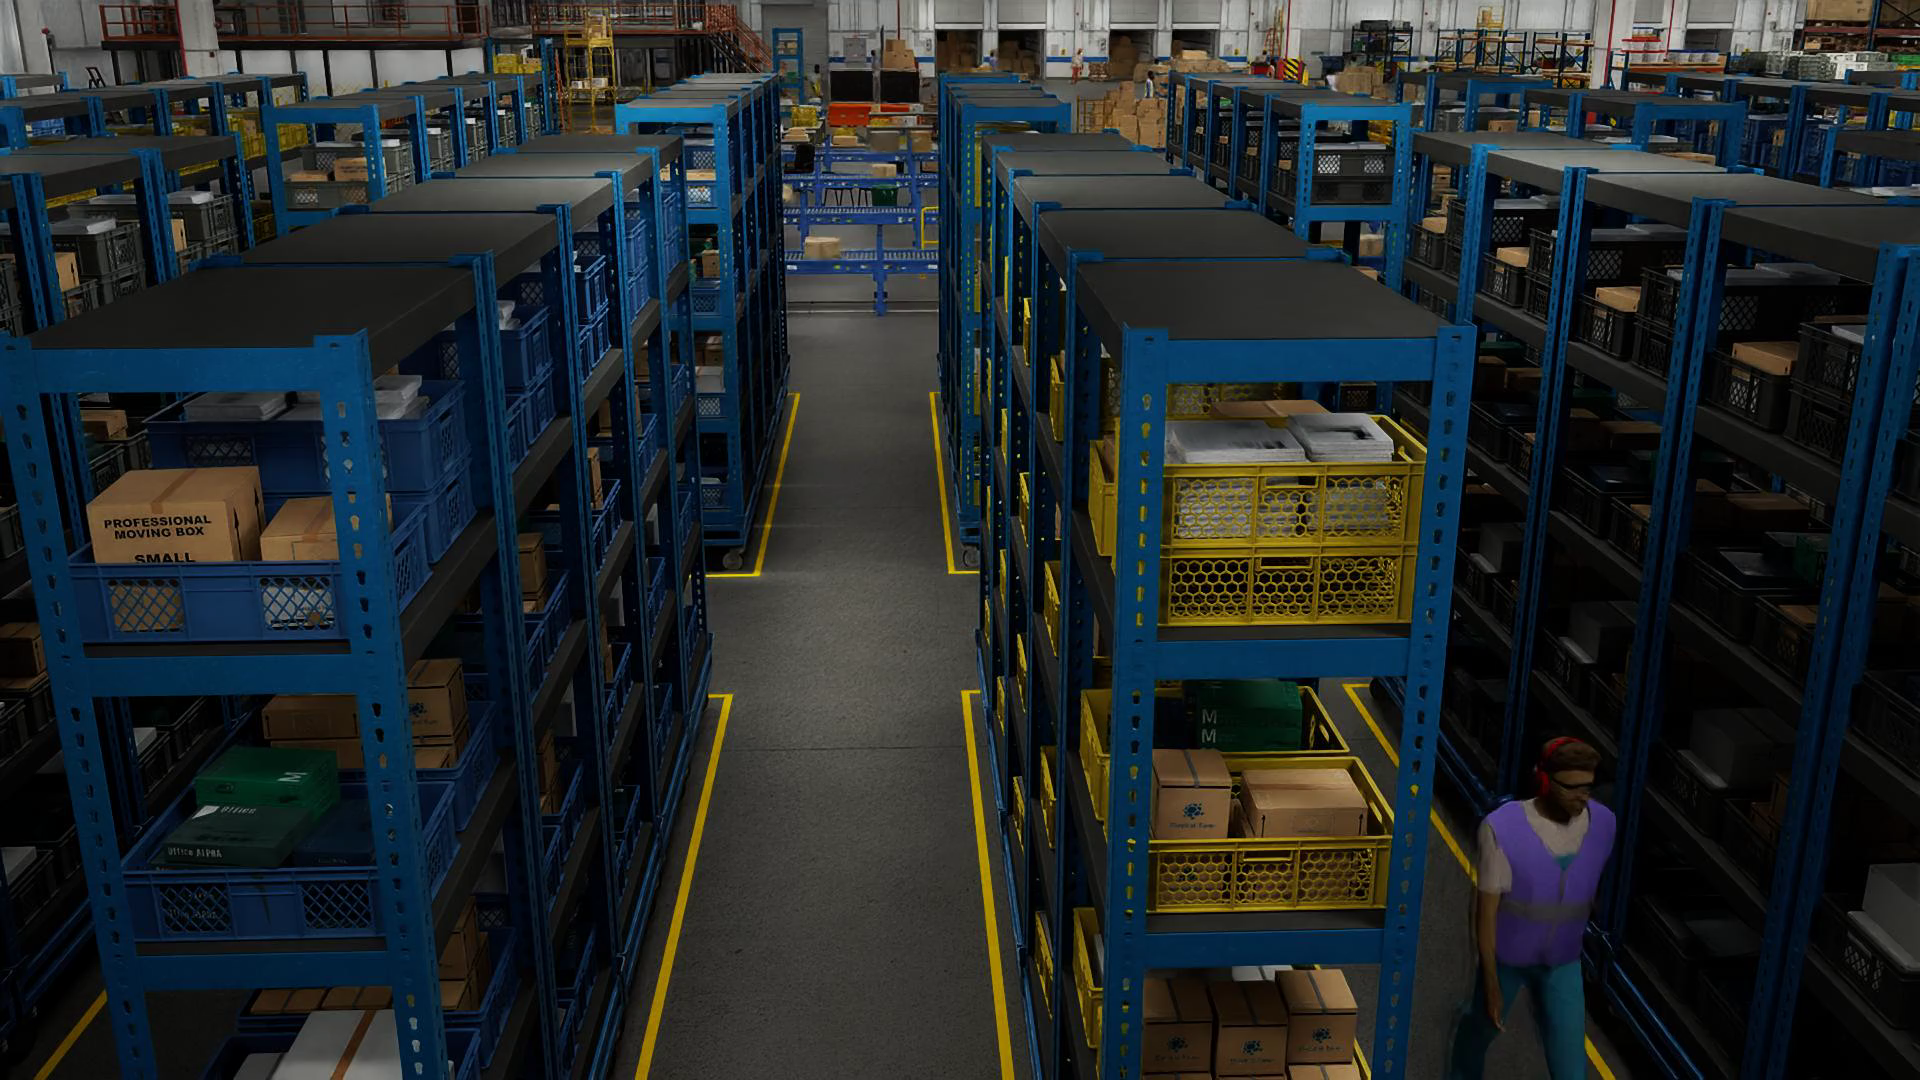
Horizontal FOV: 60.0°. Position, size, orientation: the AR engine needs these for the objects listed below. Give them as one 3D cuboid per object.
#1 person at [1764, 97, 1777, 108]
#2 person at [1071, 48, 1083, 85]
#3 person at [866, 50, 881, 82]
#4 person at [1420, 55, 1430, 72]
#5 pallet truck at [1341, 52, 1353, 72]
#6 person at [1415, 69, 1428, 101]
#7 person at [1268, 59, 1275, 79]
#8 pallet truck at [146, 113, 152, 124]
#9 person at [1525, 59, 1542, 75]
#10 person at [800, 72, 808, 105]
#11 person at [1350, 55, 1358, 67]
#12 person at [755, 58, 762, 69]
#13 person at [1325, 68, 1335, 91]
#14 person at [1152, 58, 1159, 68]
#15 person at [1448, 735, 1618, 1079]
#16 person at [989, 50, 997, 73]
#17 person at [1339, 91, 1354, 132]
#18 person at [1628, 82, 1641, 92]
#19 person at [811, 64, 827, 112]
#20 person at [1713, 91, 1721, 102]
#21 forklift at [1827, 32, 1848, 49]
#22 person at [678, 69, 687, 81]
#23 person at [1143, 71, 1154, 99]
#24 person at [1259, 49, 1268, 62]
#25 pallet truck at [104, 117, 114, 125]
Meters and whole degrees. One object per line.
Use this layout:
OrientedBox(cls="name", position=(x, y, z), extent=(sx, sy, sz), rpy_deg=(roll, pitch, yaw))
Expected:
OrientedBox(cls="person", position=(27.286, -14.504, 56.046), extent=(0.318, 1.698, 0.541), rpy_deg=(-2, 18, -6))
OrientedBox(cls="person", position=(6.365, -25.813, 90.632), extent=(0.653, 1.966, 0.577), rpy_deg=(-2, 18, -6))
OrientedBox(cls="person", position=(-4.762, -26.561, 93.262), extent=(1.087, 1.762, 0.626), rpy_deg=(-13, 22, -34))
OrientedBox(cls="person", position=(22.136, -22.152, 79.371), extent=(0.847, 1.913, 0.637), rpy_deg=(-9, 20, -26))
OrientedBox(cls="pallet truck", position=(18.794, -23.123, 82.231), extent=(0.823, 1.965, 1.885), rpy_deg=(-13, 22, -35))
OrientedBox(cls="person", position=(17.972, -17.328, 64.521), extent=(0.553, 1.854, 0.571), rpy_deg=(13, 22, 34))
OrientedBox(cls="person", position=(15.029, -22.347, 80.314), extent=(0.321, 1.695, 0.530), rpy_deg=(7, 19, 21))
OrientedBox(cls="pallet truck", position=(-18.087, -8.309, 36.390), extent=(1.885, 1.965, 0.823), rpy_deg=(-1, 18, -4))
OrientedBox(cls="person", position=(24.047, -19.140, 69.836), extent=(0.678, 2.000, 0.536), rpy_deg=(6, 19, 18))
OrientedBox(cls="person", position=(-6.087, -17.187, 64.254), extent=(0.662, 1.747, 0.531), rpy_deg=(6, 19, 17))
OrientedBox(cls="person", position=(19.610, -23.293, 83.109), extent=(0.621, 1.784, 1.006), rpy_deg=(-11, 21, -30))
OrientedBox(cls="person", position=(-10.129, -23.309, 83.300), extent=(0.491, 1.710, 0.912), rpy_deg=(-9, 20, -26))
OrientedBox(cls="person", position=(14.562, -17.693, 65.682), extent=(0.587, 1.850, 1.081), rpy_deg=(-13, 22, -36))
OrientedBox(cls="person", position=(9.135, -21.459, 77.363), extent=(0.983, 1.826, 0.540), rpy_deg=(-12, 22, -33))
OrientedBox(cls="person", position=(2.147, 1.571, 6.148), extent=(0.575, 1.790, 0.978), rpy_deg=(-3, 18, -11))
OrientedBox(cls="person", position=(1.625, -24.686, 87.205), extent=(0.568, 1.908, 0.752), rpy_deg=(-16, 24, -40))
OrientedBox(cls="person", position=(11.501, -12.367, 49.248), extent=(0.600, 1.812, 0.630), rpy_deg=(1, 18, 3))
OrientedBox(cls="person", position=(24.367, -15.958, 60.155), extent=(0.546, 1.939, 0.375), rpy_deg=(-8, 19, -22))
OrientedBox(cls="person", position=(-5.860, -18.380, 67.686), extent=(0.988, 1.929, 0.617), rpy_deg=(14, 22, 36))
OrientedBox(cls="person", position=(26.624, -15.154, 58.239), extent=(0.573, 1.585, 0.886), rpy_deg=(12, 22, 34))
OrientedBox(cls="forklift", position=(46.023, -25.321, 87.619), extent=(1.129, 2.768, 1.873), rpy_deg=(-1, 18, -2))
OrientedBox(cls="person", position=(-10.789, -17.338, 64.609), extent=(0.400, 1.832, 0.510), rpy_deg=(-10, 20, -28))
OrientedBox(cls="person", position=(6.922, -16.225, 61.013), extent=(0.386, 1.918, 0.590), rpy_deg=(3, 18, 8))
OrientedBox(cls="person", position=(16.801, -26.239, 92.085), extent=(0.643, 1.857, 0.982), rpy_deg=(-15, 23, -39))
OrientedBox(cls="pallet truck", position=(-18.367, -7.885, 35.078), extent=(1.885, 1.965, 0.823), rpy_deg=(1, 18, 2))
